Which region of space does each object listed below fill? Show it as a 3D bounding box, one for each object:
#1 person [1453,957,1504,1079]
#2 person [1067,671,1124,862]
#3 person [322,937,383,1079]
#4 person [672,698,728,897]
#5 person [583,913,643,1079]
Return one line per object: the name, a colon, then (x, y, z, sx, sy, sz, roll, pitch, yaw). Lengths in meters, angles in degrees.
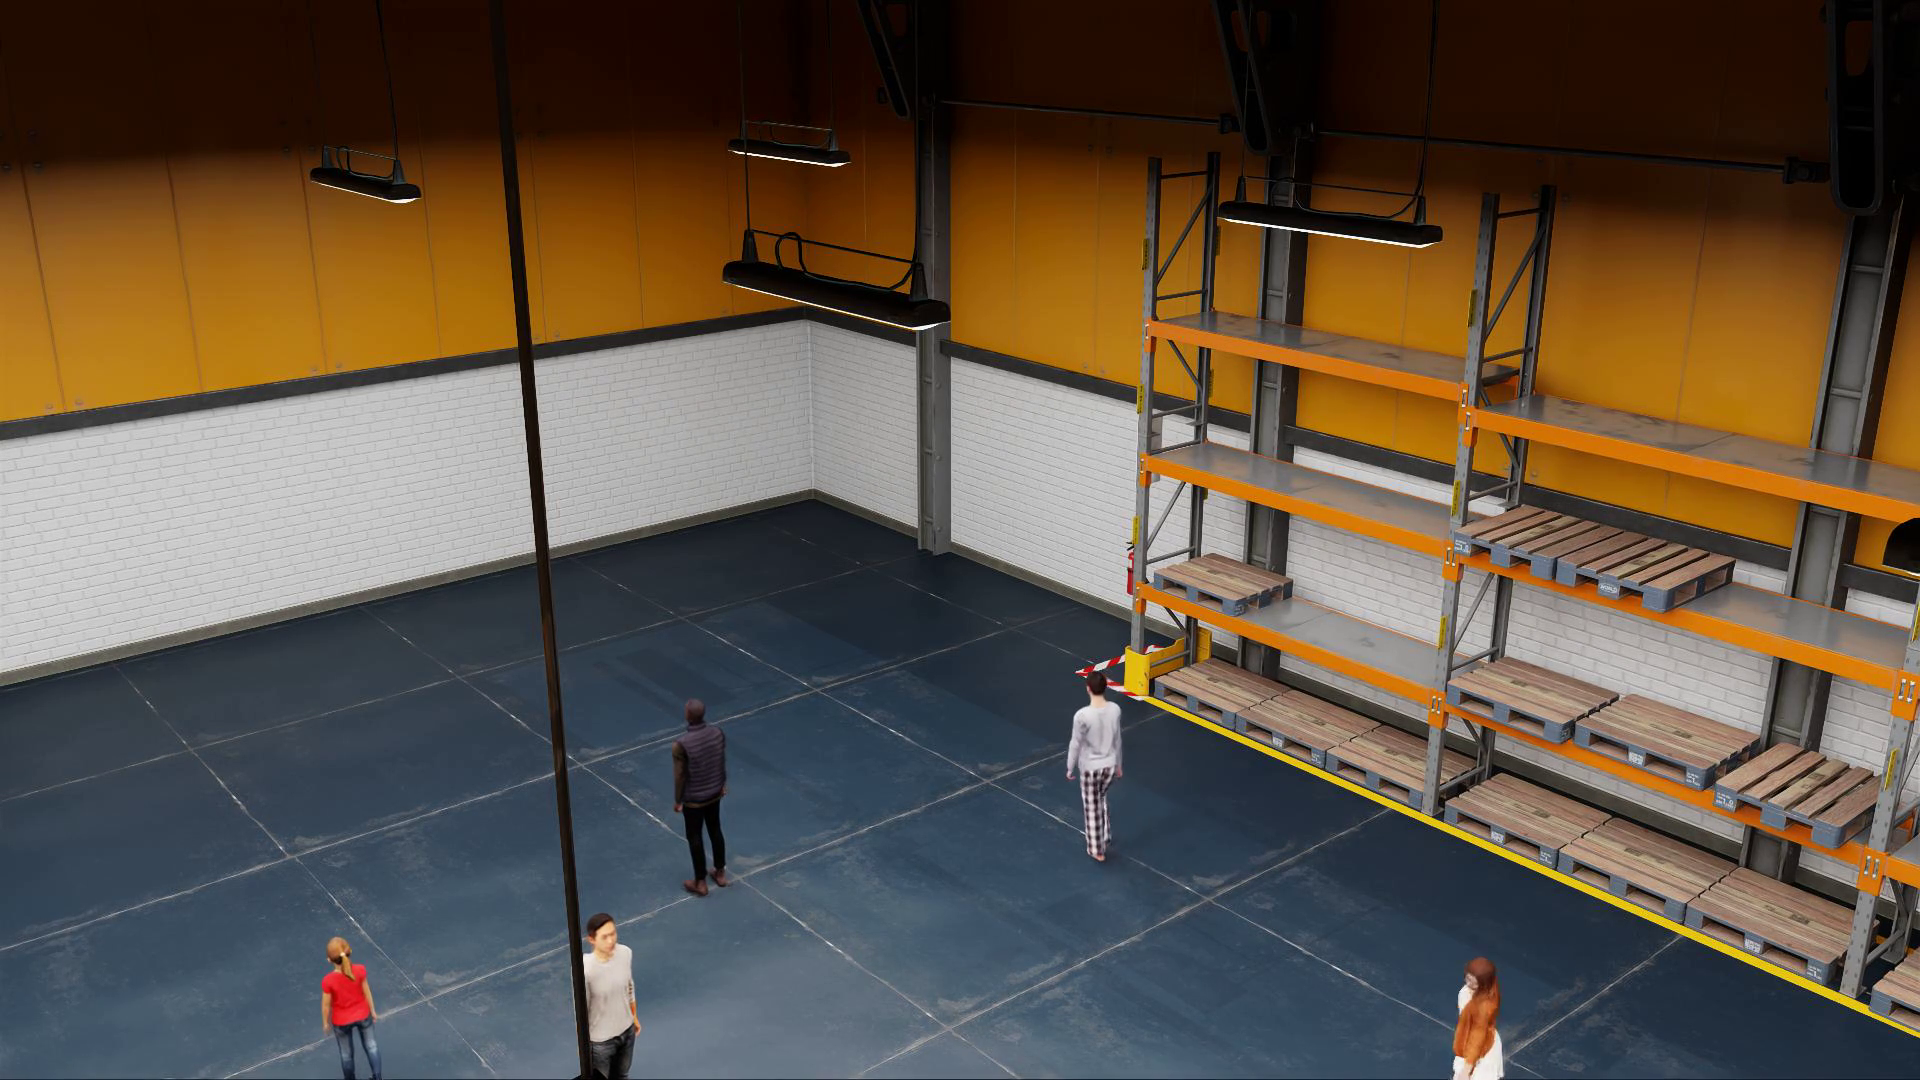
person: (3.569, 3.476, 11.326, 0.814, 1.671, 0.849, 12, 22, 31)
person: (1.294, 2.100, 15.155, 0.746, 1.836, 0.774, -8, 20, -22)
person: (-4.372, 3.455, 11.957, 0.552, 1.308, 0.573, -10, 21, -28)
person: (-2.289, 2.251, 14.707, 0.706, 1.835, 0.559, -17, 25, -40)
person: (-2.431, 3.364, 11.439, 0.607, 1.811, 0.683, 15, 24, 37)
